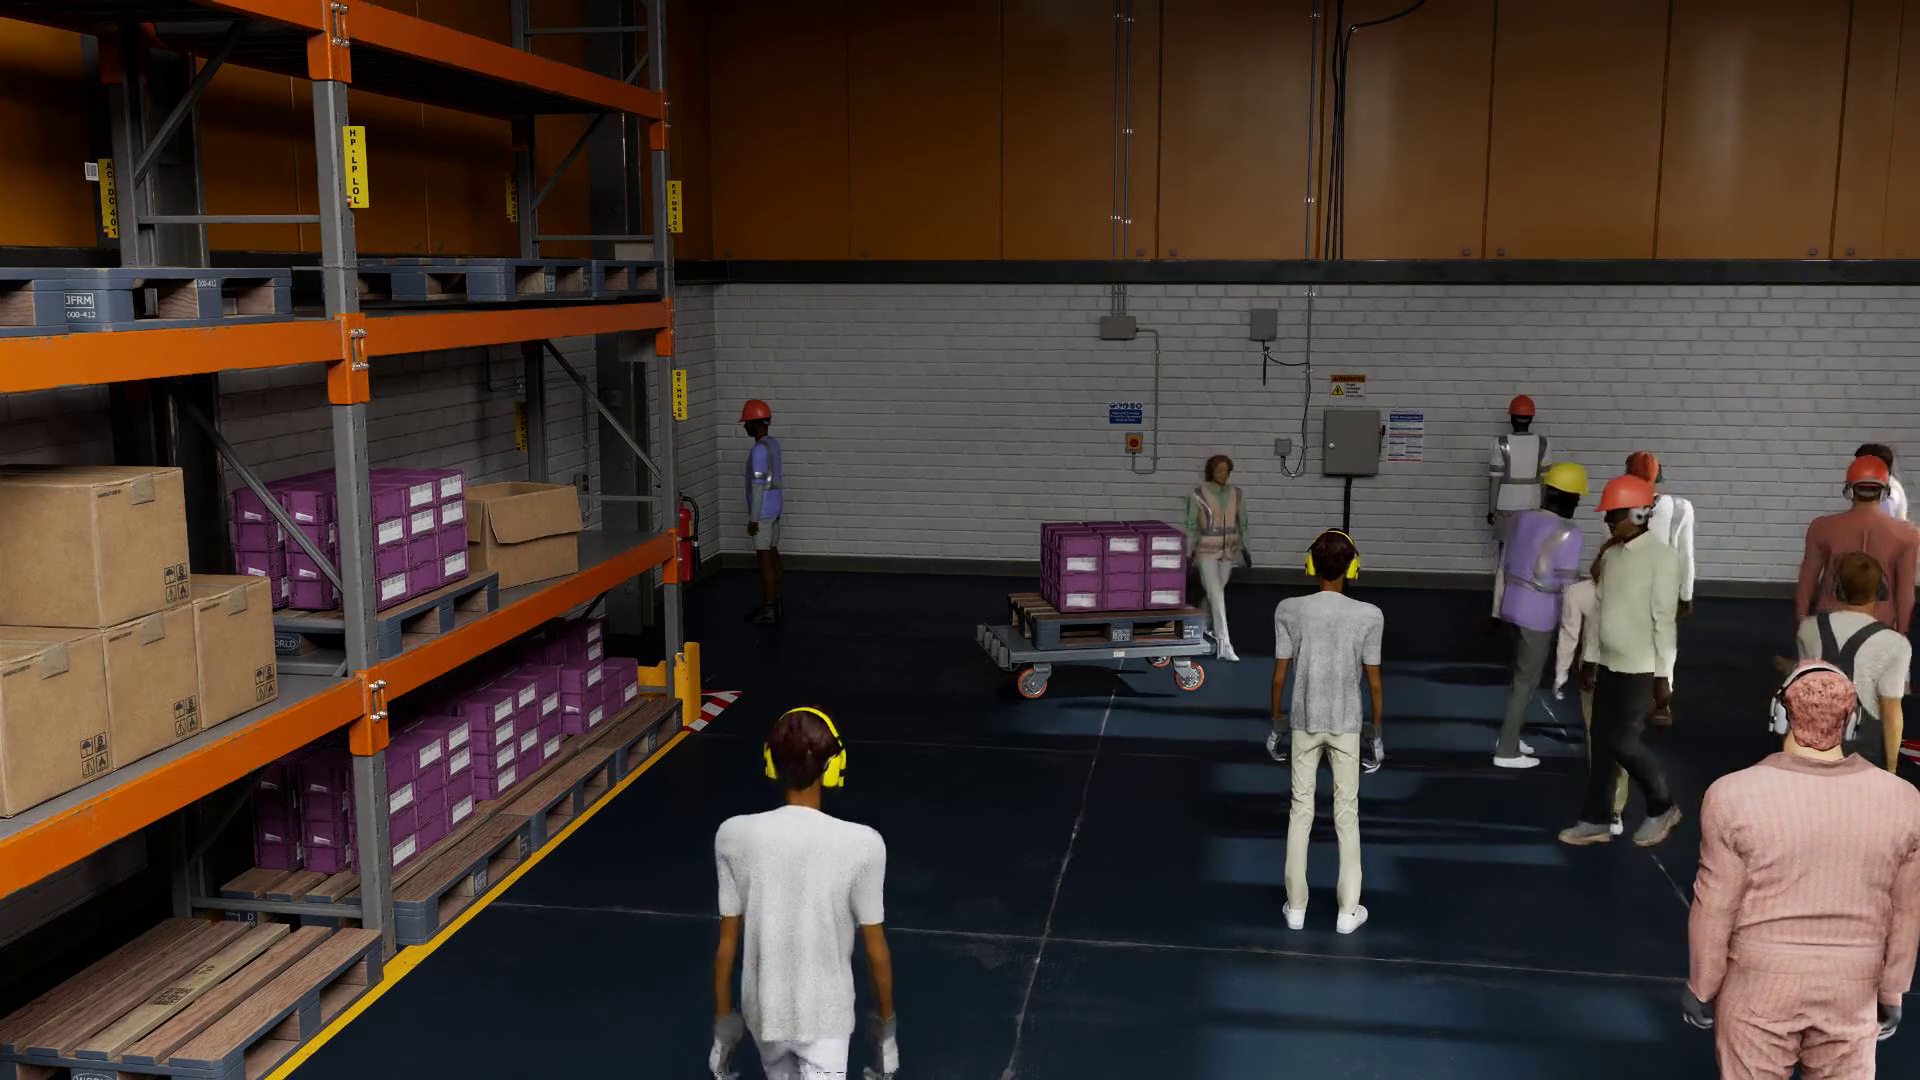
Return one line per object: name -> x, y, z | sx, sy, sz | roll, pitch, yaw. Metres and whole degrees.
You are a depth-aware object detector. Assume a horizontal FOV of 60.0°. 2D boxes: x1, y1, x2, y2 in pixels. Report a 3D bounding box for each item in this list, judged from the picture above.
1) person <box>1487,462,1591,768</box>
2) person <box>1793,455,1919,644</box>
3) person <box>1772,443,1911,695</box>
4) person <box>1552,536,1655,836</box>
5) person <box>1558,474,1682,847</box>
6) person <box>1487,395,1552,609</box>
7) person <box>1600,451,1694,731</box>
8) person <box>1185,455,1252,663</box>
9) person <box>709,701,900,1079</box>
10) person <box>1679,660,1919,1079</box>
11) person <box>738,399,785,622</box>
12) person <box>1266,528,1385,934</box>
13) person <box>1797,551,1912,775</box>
person -> 3.514, 0.465, 10.088 | 0.560, 1.887, 0.594 | -3, 10, -17
person -> 5.293, 0.472, 9.859 | 0.620, 1.959, 0.982 | 4, 10, 21
person -> 6.455, 0.197, 12.014 | 0.941, 1.794, 0.661 | 7, 11, 35
person -> 3.501, 0.772, 9.012 | 0.515, 1.608, 0.641 | 6, 11, 31
person -> 3.462, 0.647, 8.686 | 0.537, 1.977, 0.644 | -1, 9, -9
person -> 4.945, -0.316, 14.763 | 0.543, 1.938, 0.356 | 0, 9, 2
person -> 4.469, 0.357, 10.829 | 0.606, 1.867, 0.542 | 3, 10, 16
person -> 2.037, 0.115, 13.173 | 0.533, 1.598, 0.850 | -4, 10, -21
person -> -0.458, 1.380, 4.650 | 0.527, 1.838, 0.908 | 2, 9, 13
person -> 2.464, 1.295, 4.920 | 0.639, 1.910, 0.407 | 1, 9, 6
person -> -1.726, -0.253, 14.406 | 0.382, 1.929, 0.538 | 1, 9, 7
person -> 1.680, 0.874, 7.642 | 0.537, 1.865, 0.312 | 3, 10, 16
person -> 3.895, 0.951, 7.371 | 0.875, 1.819, 0.514 | -7, 11, -36
